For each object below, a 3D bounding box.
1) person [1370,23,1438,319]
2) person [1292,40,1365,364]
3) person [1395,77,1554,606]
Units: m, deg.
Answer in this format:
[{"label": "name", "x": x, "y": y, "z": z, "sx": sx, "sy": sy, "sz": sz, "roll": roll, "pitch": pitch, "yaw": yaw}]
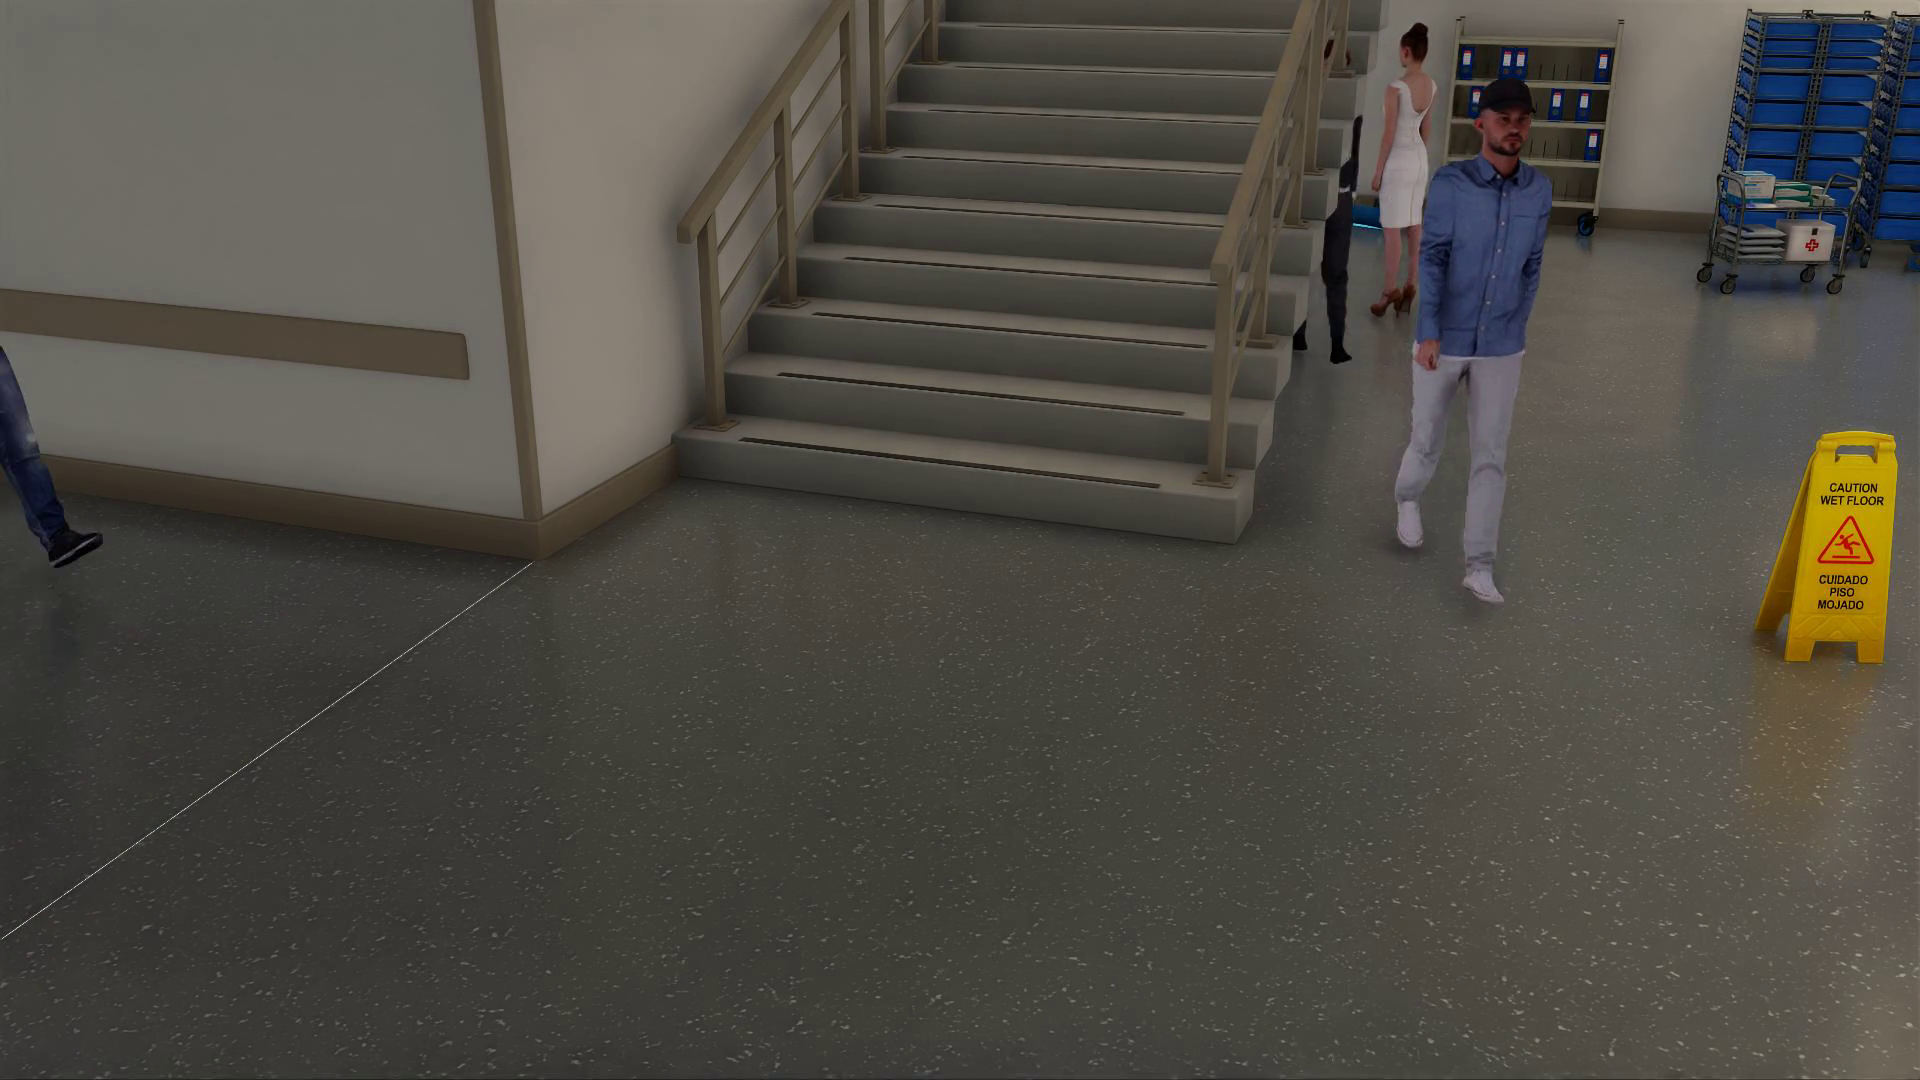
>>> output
[{"label": "person", "x": 2.778, "y": -2.294, "z": 10.388, "sx": 0.599, "sy": 1.800, "sz": 0.688, "roll": -12, "pitch": 24, "yaw": -30}, {"label": "person", "x": 2.007, "y": -1.904, "z": 9.430, "sx": 0.789, "sy": 1.749, "sz": 1.086, "roll": 1, "pitch": 21, "yaw": 3}, {"label": "person", "x": 1.882, "y": -0.764, "z": 6.266, "sx": 0.877, "sy": 1.858, "sz": 1.268, "roll": 1, "pitch": 21, "yaw": 3}]
